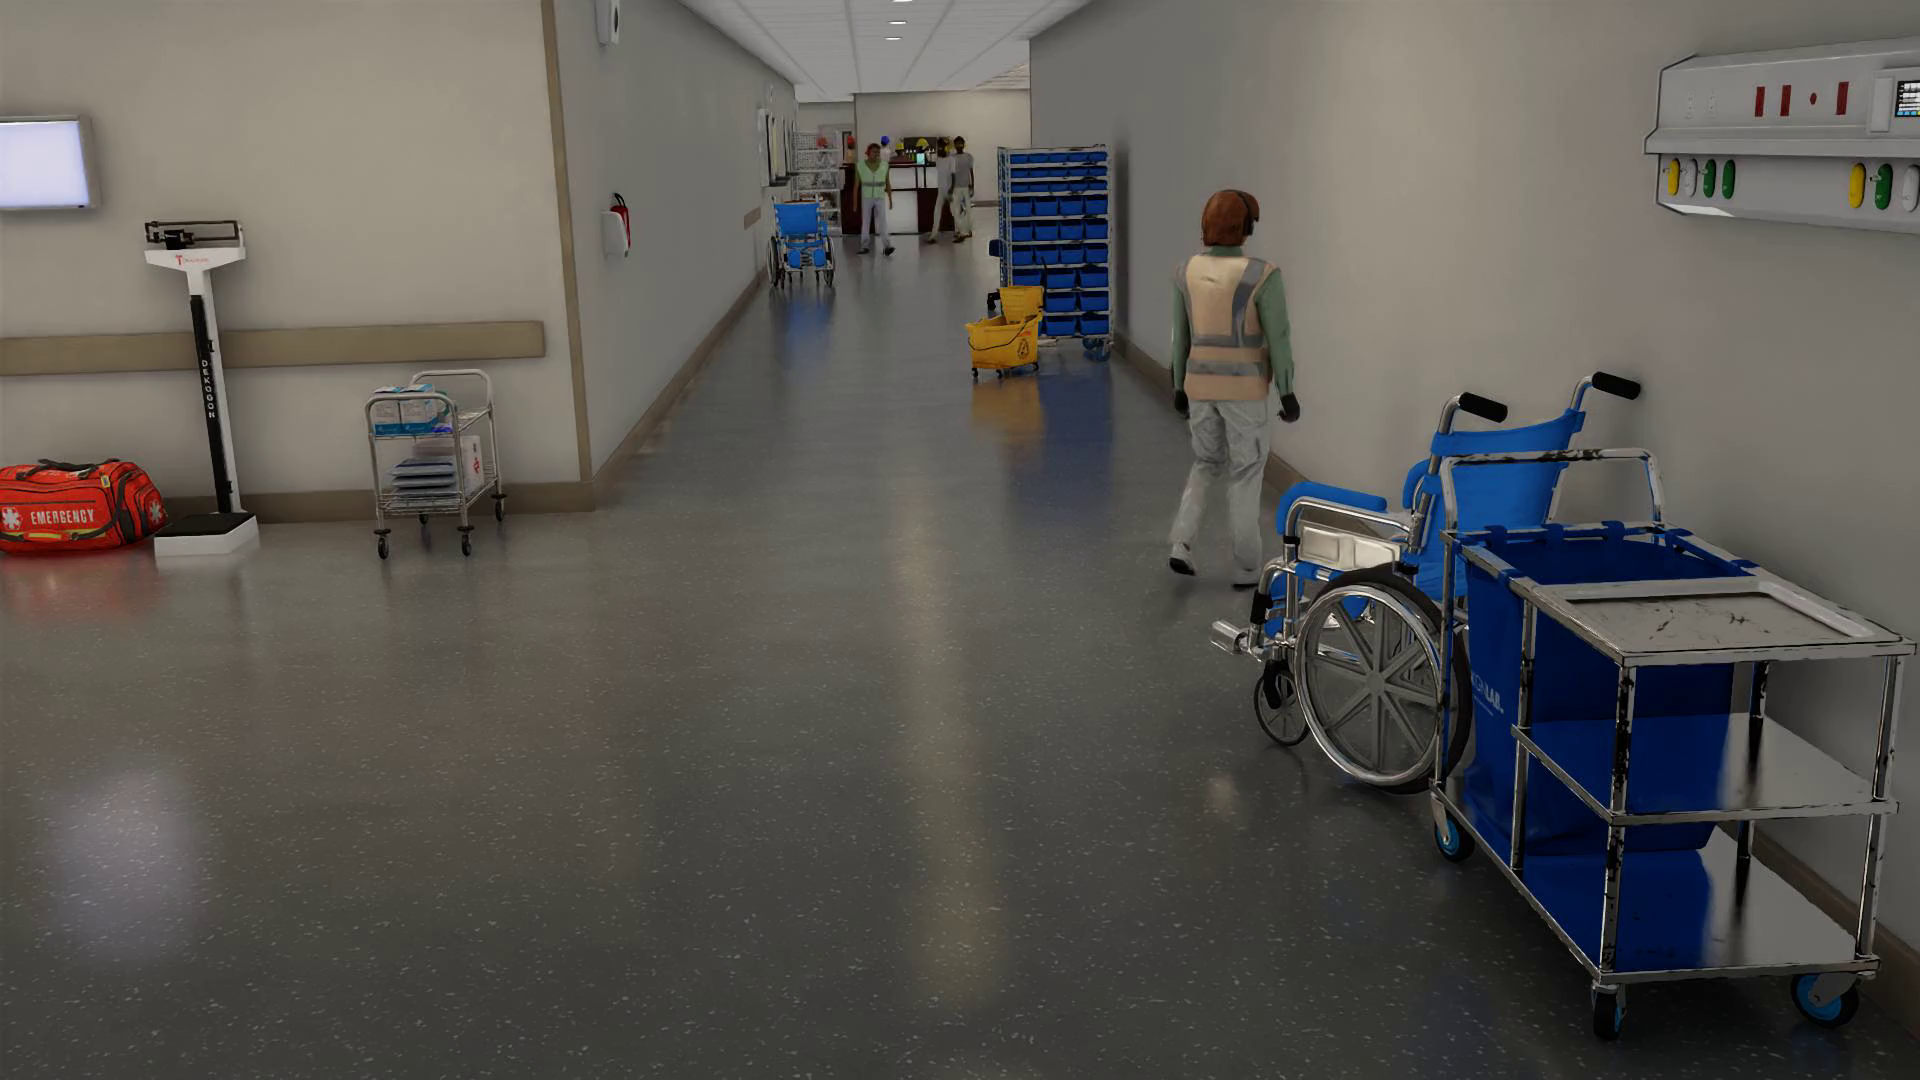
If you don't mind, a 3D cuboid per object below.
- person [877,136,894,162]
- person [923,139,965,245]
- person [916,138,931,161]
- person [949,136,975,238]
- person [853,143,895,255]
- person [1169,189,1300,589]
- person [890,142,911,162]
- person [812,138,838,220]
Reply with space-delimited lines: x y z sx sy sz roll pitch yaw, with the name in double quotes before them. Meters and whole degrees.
"person" -2.002 -9.384 42.645 0.644 1.915 0.548 -7 15 -22
"person" -0.254 -6.088 29.101 0.542 1.819 0.973 11 19 43
"person" -0.849 -8.571 39.376 0.403 1.827 0.590 -3 14 -5
"person" 0.029 -6.529 30.809 0.499 1.861 0.331 1 14 10
"person" -1.409 -5.505 26.930 0.667 1.770 1.011 -5 14 -13
"person" 1.111 -0.592 6.739 0.397 1.633 0.537 -14 19 -42
"person" -1.375 -8.328 38.570 0.520 1.757 0.343 2 14 16
"person" -3.233 -8.385 38.734 0.988 1.884 0.550 -11 17 -34
